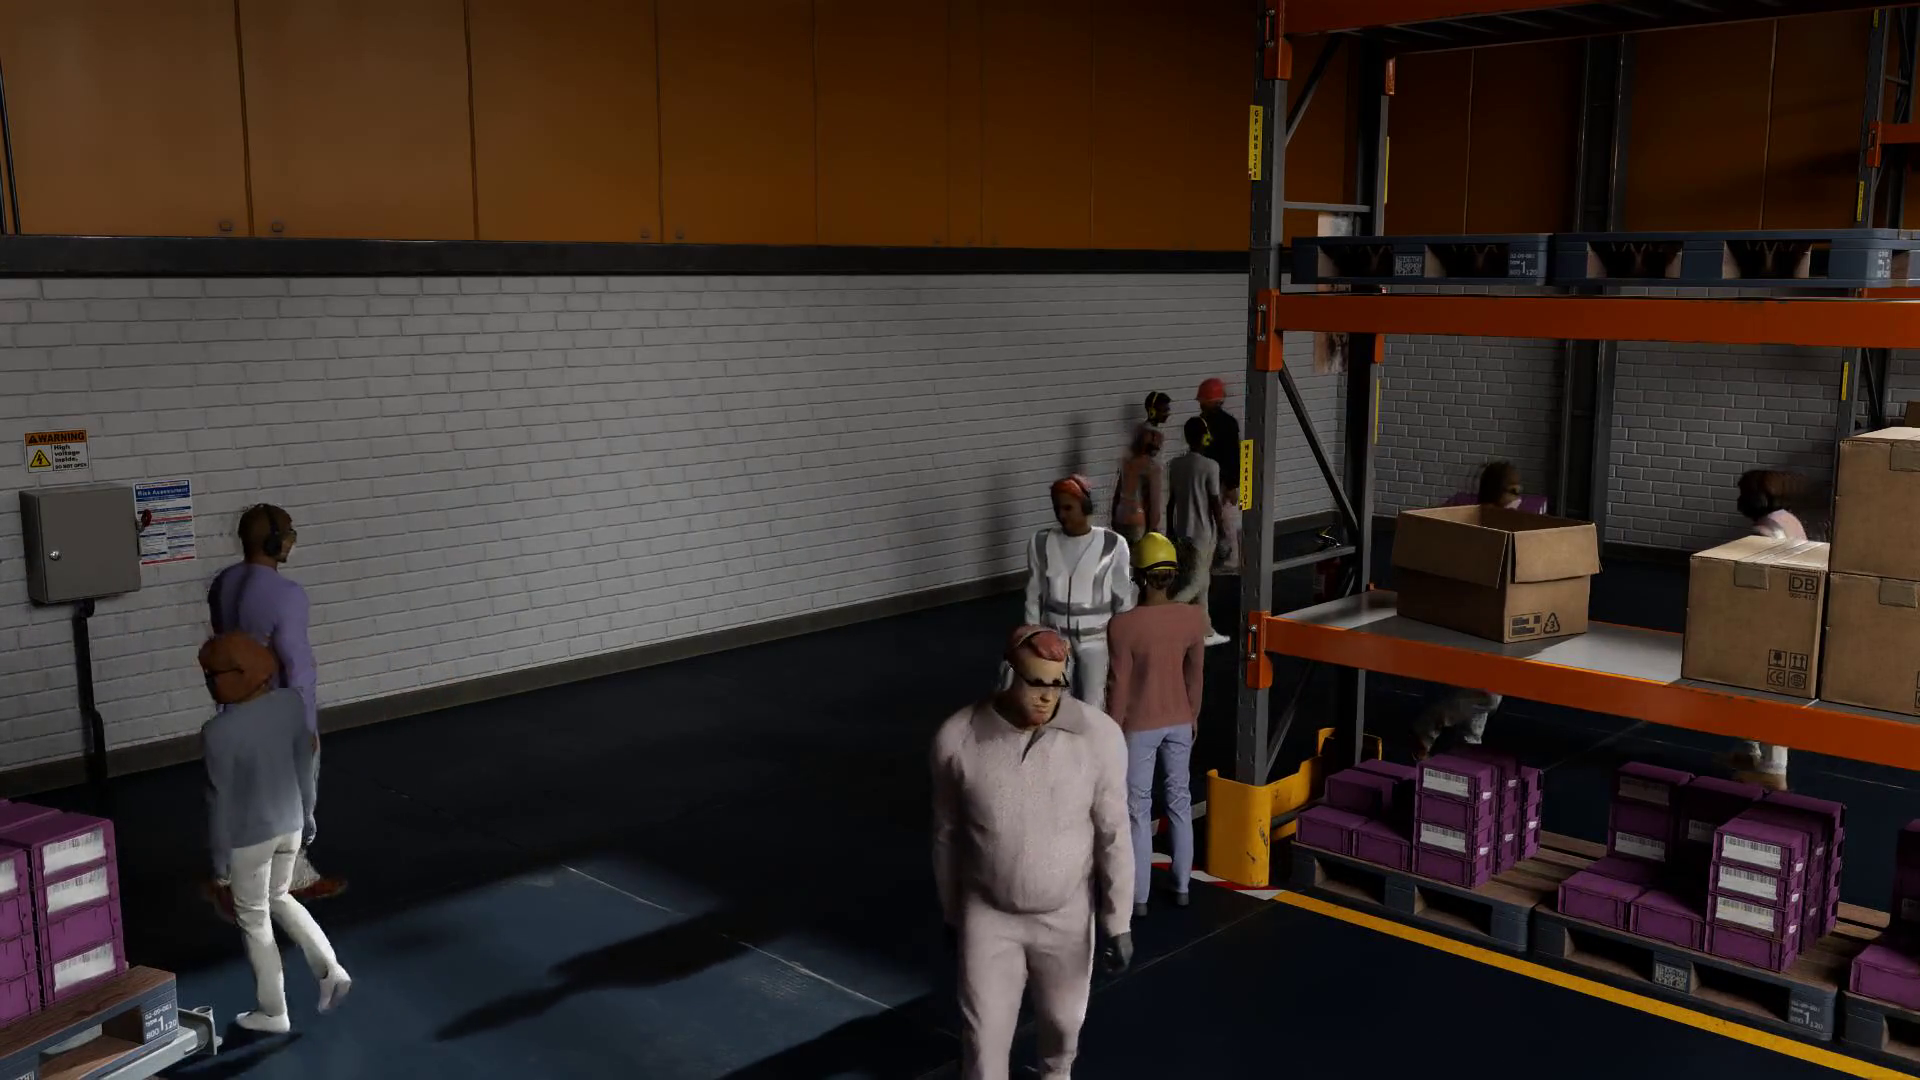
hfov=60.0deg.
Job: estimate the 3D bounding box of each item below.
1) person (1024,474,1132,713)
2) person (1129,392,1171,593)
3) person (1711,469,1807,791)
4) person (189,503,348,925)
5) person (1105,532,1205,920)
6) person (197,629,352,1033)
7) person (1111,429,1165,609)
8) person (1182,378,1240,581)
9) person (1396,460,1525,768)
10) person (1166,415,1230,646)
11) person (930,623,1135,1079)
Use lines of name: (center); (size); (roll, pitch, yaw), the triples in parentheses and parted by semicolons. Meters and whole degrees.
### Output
person: (0.632, 0.570, 8.961); (0.582, 1.867, 0.421); (3, 10, 20)
person: (1.693, -0.435, 15.180); (0.411, 1.848, 0.578); (0, 9, -3)
person: (4.530, 0.504, 9.512); (0.606, 1.819, 0.662); (7, 12, 38)
person: (-3.144, 0.789, 7.468); (0.632, 1.919, 0.712); (7, 11, 35)
person: (0.872, 0.843, 7.586); (0.532, 1.768, 0.311); (-5, 11, -28)
person: (-2.627, 1.129, 6.325); (0.424, 1.597, 0.522); (4, 10, 23)
person: (1.433, -0.128, 14.020); (0.558, 1.603, 0.560); (-5, 11, -29)
person: (2.384, -0.552, 15.663); (0.848, 1.930, 0.632); (-3, 10, -19)
person: (2.861, 0.482, 9.405); (0.556, 1.897, 0.654); (4, 10, 24)
person: (1.758, -0.038, 12.780); (0.894, 1.843, 0.517); (-6, 11, -32)
person: (0.225, 1.154, 5.363); (0.641, 1.869, 0.864); (0, 9, -3)
